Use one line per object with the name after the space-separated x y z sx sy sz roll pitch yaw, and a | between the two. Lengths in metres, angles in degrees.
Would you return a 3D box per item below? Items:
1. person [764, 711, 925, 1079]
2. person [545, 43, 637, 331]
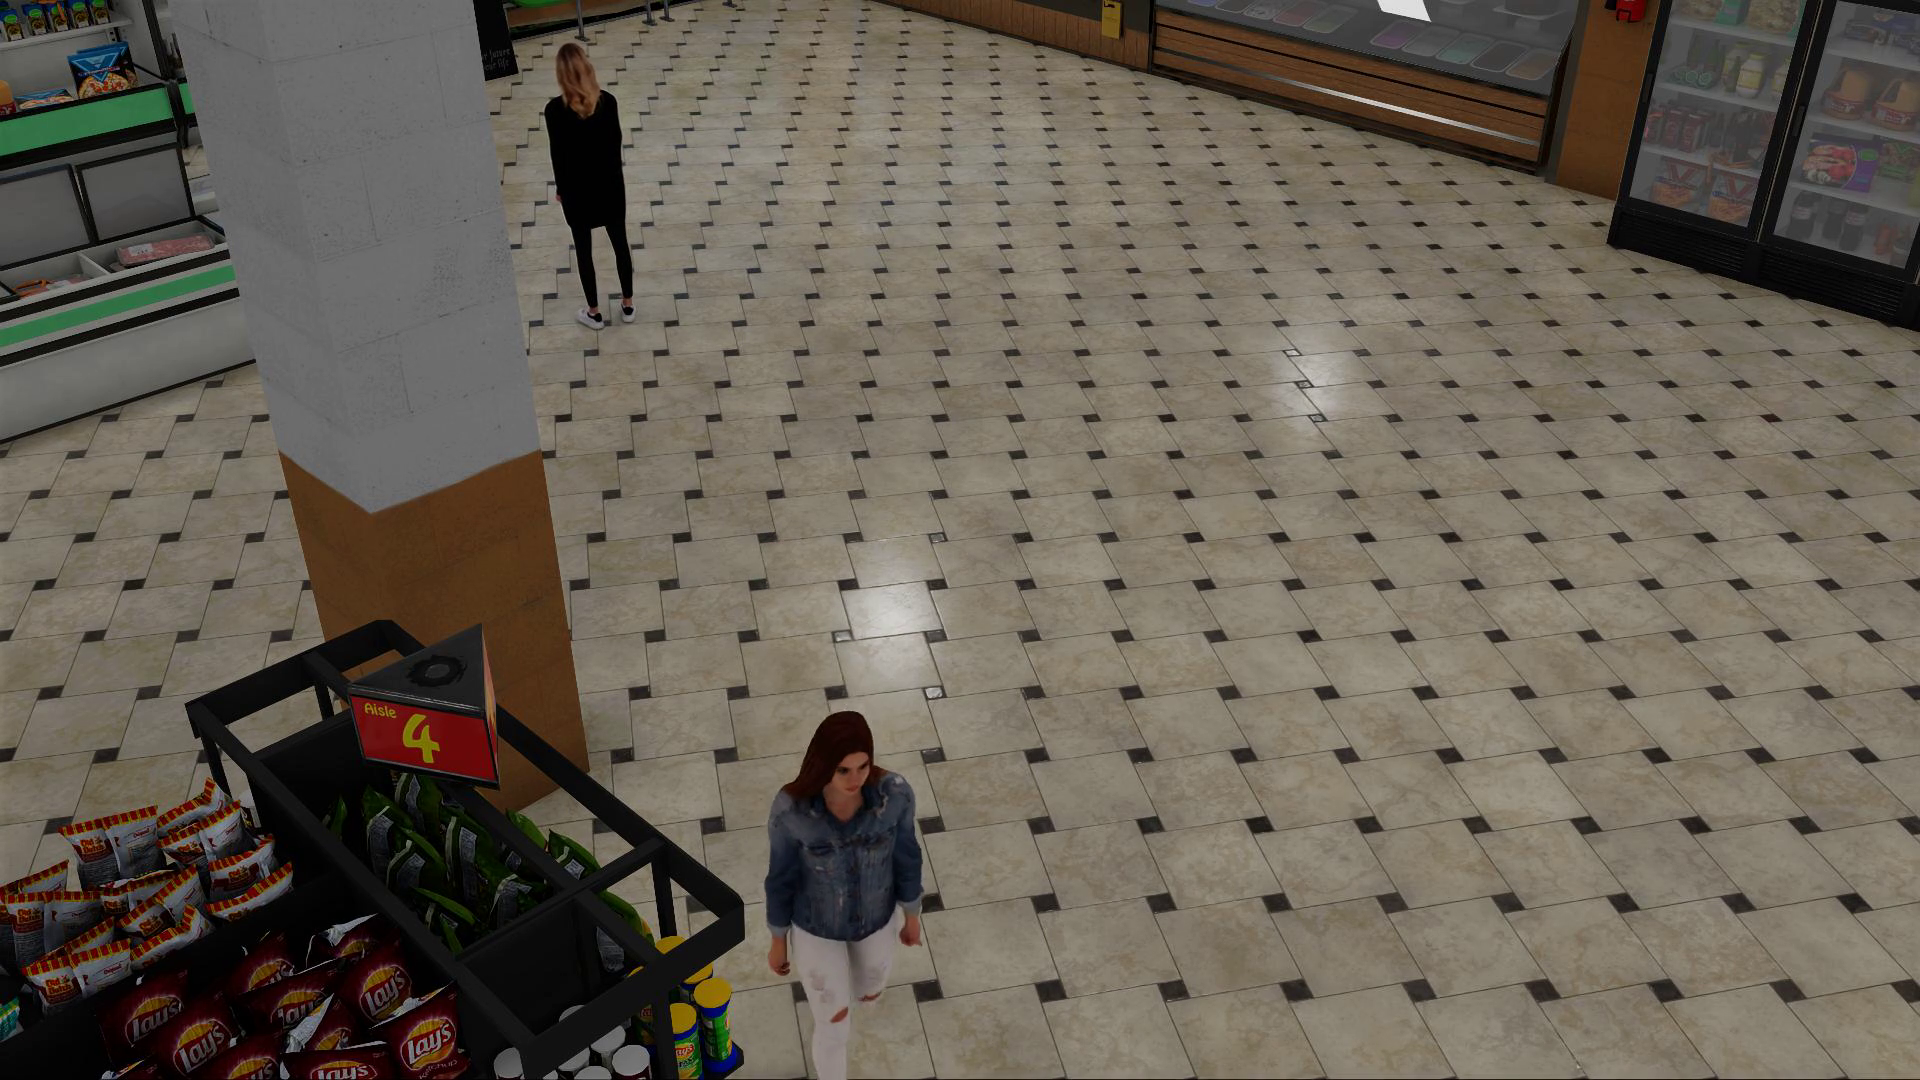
-0.373 1.129 5.195 1.088 1.668 1.035 -6 32 -10 | person
-2.303 -2.196 10.411 0.565 1.803 0.725 -15 35 -23 | person
